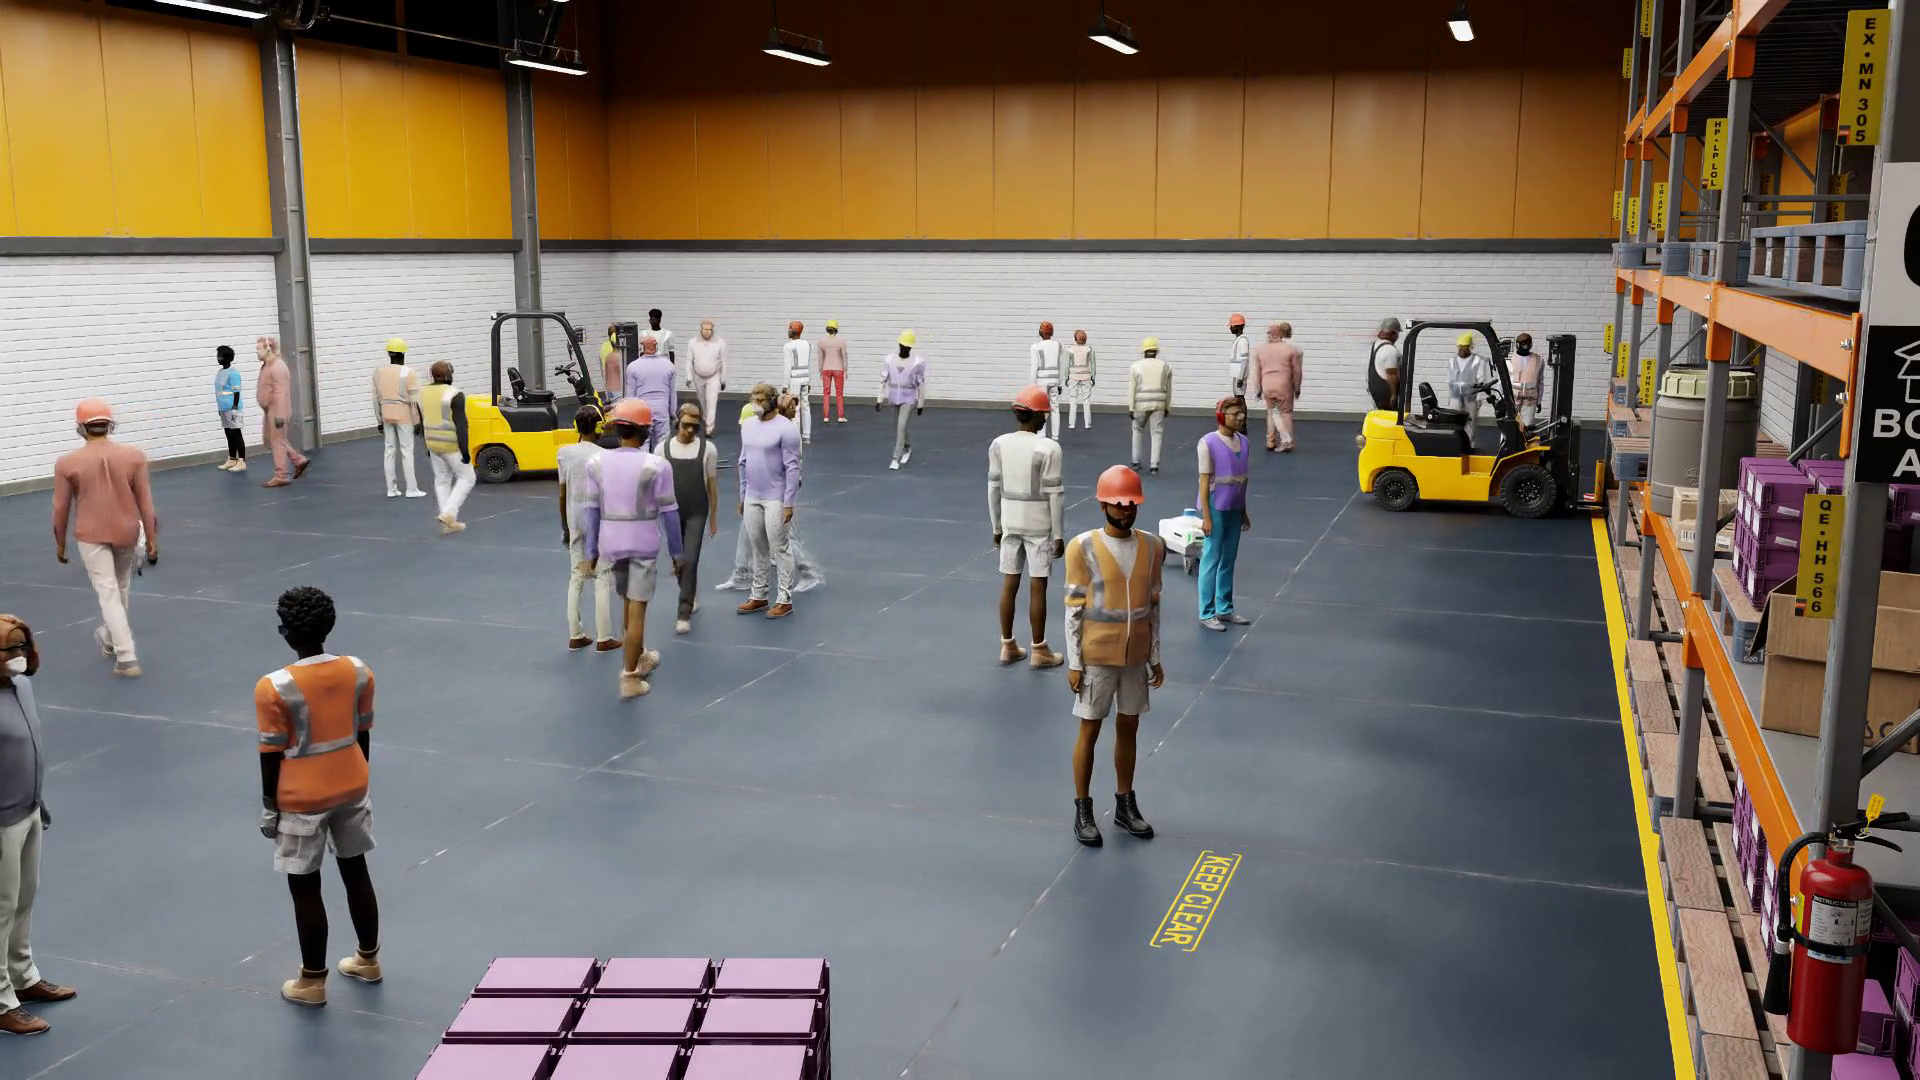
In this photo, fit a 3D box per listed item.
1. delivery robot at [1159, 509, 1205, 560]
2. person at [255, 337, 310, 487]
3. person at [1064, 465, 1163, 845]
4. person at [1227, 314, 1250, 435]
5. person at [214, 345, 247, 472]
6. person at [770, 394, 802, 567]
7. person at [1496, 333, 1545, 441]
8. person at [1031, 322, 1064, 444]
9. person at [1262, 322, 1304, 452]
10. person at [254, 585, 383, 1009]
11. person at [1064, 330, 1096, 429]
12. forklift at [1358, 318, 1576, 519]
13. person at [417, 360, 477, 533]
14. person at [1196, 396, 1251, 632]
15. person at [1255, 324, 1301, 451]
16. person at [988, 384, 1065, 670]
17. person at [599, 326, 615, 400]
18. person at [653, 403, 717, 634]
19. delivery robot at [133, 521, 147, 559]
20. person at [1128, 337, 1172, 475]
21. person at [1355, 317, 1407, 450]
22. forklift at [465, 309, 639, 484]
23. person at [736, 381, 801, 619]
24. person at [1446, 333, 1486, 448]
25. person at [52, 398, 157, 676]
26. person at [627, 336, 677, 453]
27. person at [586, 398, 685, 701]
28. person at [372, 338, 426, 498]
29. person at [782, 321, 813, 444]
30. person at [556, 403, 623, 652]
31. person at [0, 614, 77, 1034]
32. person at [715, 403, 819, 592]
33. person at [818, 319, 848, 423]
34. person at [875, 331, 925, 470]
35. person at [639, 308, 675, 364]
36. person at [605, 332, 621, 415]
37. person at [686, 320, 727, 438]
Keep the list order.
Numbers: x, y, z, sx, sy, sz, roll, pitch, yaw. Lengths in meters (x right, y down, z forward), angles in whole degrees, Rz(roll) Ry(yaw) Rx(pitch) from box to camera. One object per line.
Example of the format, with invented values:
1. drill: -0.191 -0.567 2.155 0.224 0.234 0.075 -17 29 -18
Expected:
1. delivery robot: 2.148 -0.049 15.617 0.477 0.478 0.707 -3 11 -17
2. person: -8.559 -1.613 20.938 0.542 1.893 0.658 -7 12 -35
3. person: 0.795 0.579 8.451 0.542 1.938 0.358 -4 11 -21
4. person: 4.437 -2.647 26.626 0.376 1.932 0.551 0 10 1
5. person: -9.805 -1.763 22.315 0.535 1.699 0.318 9 14 42
6. person: -1.650 -0.567 15.742 0.311 1.639 0.521 3 11 19
7. person: 7.596 -1.880 22.560 0.627 1.847 0.429 1 10 6
8. person: 1.288 -2.346 25.157 0.601 1.881 0.460 -5 11 -28
9. person: 4.759 -2.236 24.404 0.650 1.906 0.535 -3 10 -16
10. person: -2.565 1.019 6.674 0.321 1.689 0.530 6 12 29
11. person: 1.979 -2.639 27.411 0.523 1.640 0.306 0 10 2
12. forklift: 5.787 -1.437 19.079 2.313 2.155 1.214 3 11 19
13. person: -5.389 -0.970 17.462 0.656 1.830 0.432 5 11 28
14. person: 2.084 -0.219 13.192 0.389 1.850 0.567 10 14 43
15. person: 4.690 -2.230 24.451 0.682 1.884 0.534 6 12 29
16. person: 0.502 -0.097 11.961 0.615 2.040 0.391 7 12 36
17. person: -5.144 -2.322 25.055 0.625 1.846 0.429 9 13 40
18. person: -2.201 -0.213 13.334 0.536 1.801 0.960 0 10 -1
19. delivery robot: -7.773 -0.024 15.474 0.477 0.478 0.707 -4 11 -22
20. person: 2.515 -1.794 22.171 0.595 1.803 0.780 0 10 -2
21. person: 6.034 -2.152 23.540 0.603 2.000 0.695 -2 10 -10
22. forklift: -5.354 -1.902 21.697 2.313 2.155 1.214 -2 10 -13
23. person: -1.571 -0.330 13.569 0.629 1.940 0.373 8 13 37
24. person: 7.188 -2.047 23.686 0.597 1.789 0.927 7 12 34
25. person: -6.118 -0.036 11.861 0.630 1.941 1.023 -10 14 -43
26. person: -3.879 -1.619 20.942 0.639 1.900 0.401 -5 11 -25
27. person: -2.158 0.032 11.332 0.628 2.003 0.927 3 11 17
28. person: -6.736 -1.458 19.951 0.589 1.927 0.388 2 10 13
29. person: -2.473 -2.382 25.277 0.352 1.884 0.580 8 13 38
30. person: -2.765 -0.087 12.436 0.502 1.861 0.328 2 10 12
31. person: -3.675 1.084 6.459 0.278 1.631 0.507 -1 10 -8
32. person: -1.667 -0.368 14.491 0.874 1.686 0.482 -2 10 -12
33. person: -2.166 -2.879 28.407 0.523 1.769 0.310 1 10 8
34. person: -0.777 -1.935 22.794 0.615 1.874 0.981 3 11 18
35. person: -5.136 -2.944 28.217 0.608 1.963 0.372 -1 10 -5
36. person: -5.037 -2.195 24.563 0.330 1.765 0.533 -8 13 -39
37. person: -4.028 -2.584 26.528 0.626 1.856 1.016 1 10 4
